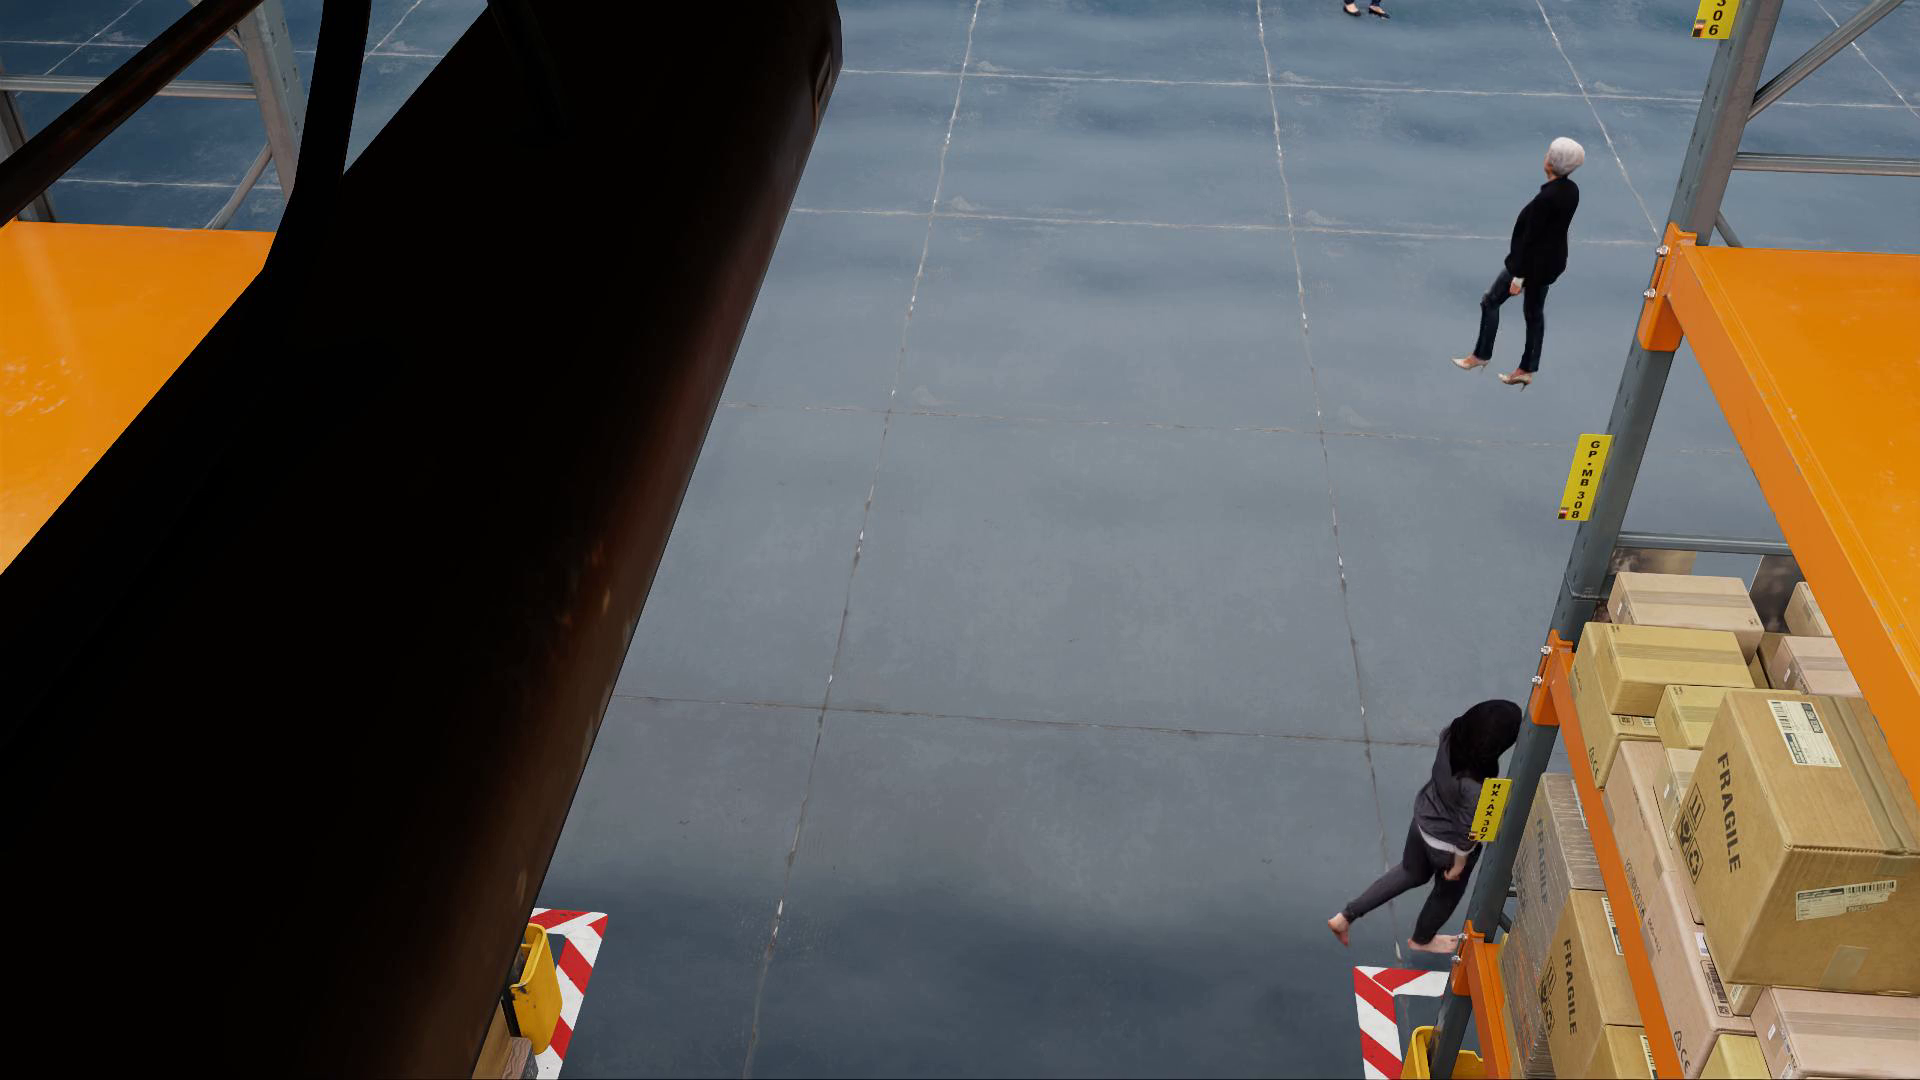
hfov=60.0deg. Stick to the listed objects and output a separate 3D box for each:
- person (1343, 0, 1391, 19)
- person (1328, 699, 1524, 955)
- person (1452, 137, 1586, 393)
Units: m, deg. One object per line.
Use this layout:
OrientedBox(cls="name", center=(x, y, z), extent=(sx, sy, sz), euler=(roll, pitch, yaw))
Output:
OrientedBox(cls="person", center=(4.169, -6.256, 17.109), extent=(0.827, 1.706, 0.897), euler=(-23, 44, -27))
OrientedBox(cls="person", center=(2.060, 1.341, 7.380), extent=(0.850, 1.730, 0.938), euler=(-9, 39, -12))
OrientedBox(cls="person", center=(3.710, -1.724, 10.698), extent=(0.963, 1.772, 0.934), euler=(-26, 45, -29))
